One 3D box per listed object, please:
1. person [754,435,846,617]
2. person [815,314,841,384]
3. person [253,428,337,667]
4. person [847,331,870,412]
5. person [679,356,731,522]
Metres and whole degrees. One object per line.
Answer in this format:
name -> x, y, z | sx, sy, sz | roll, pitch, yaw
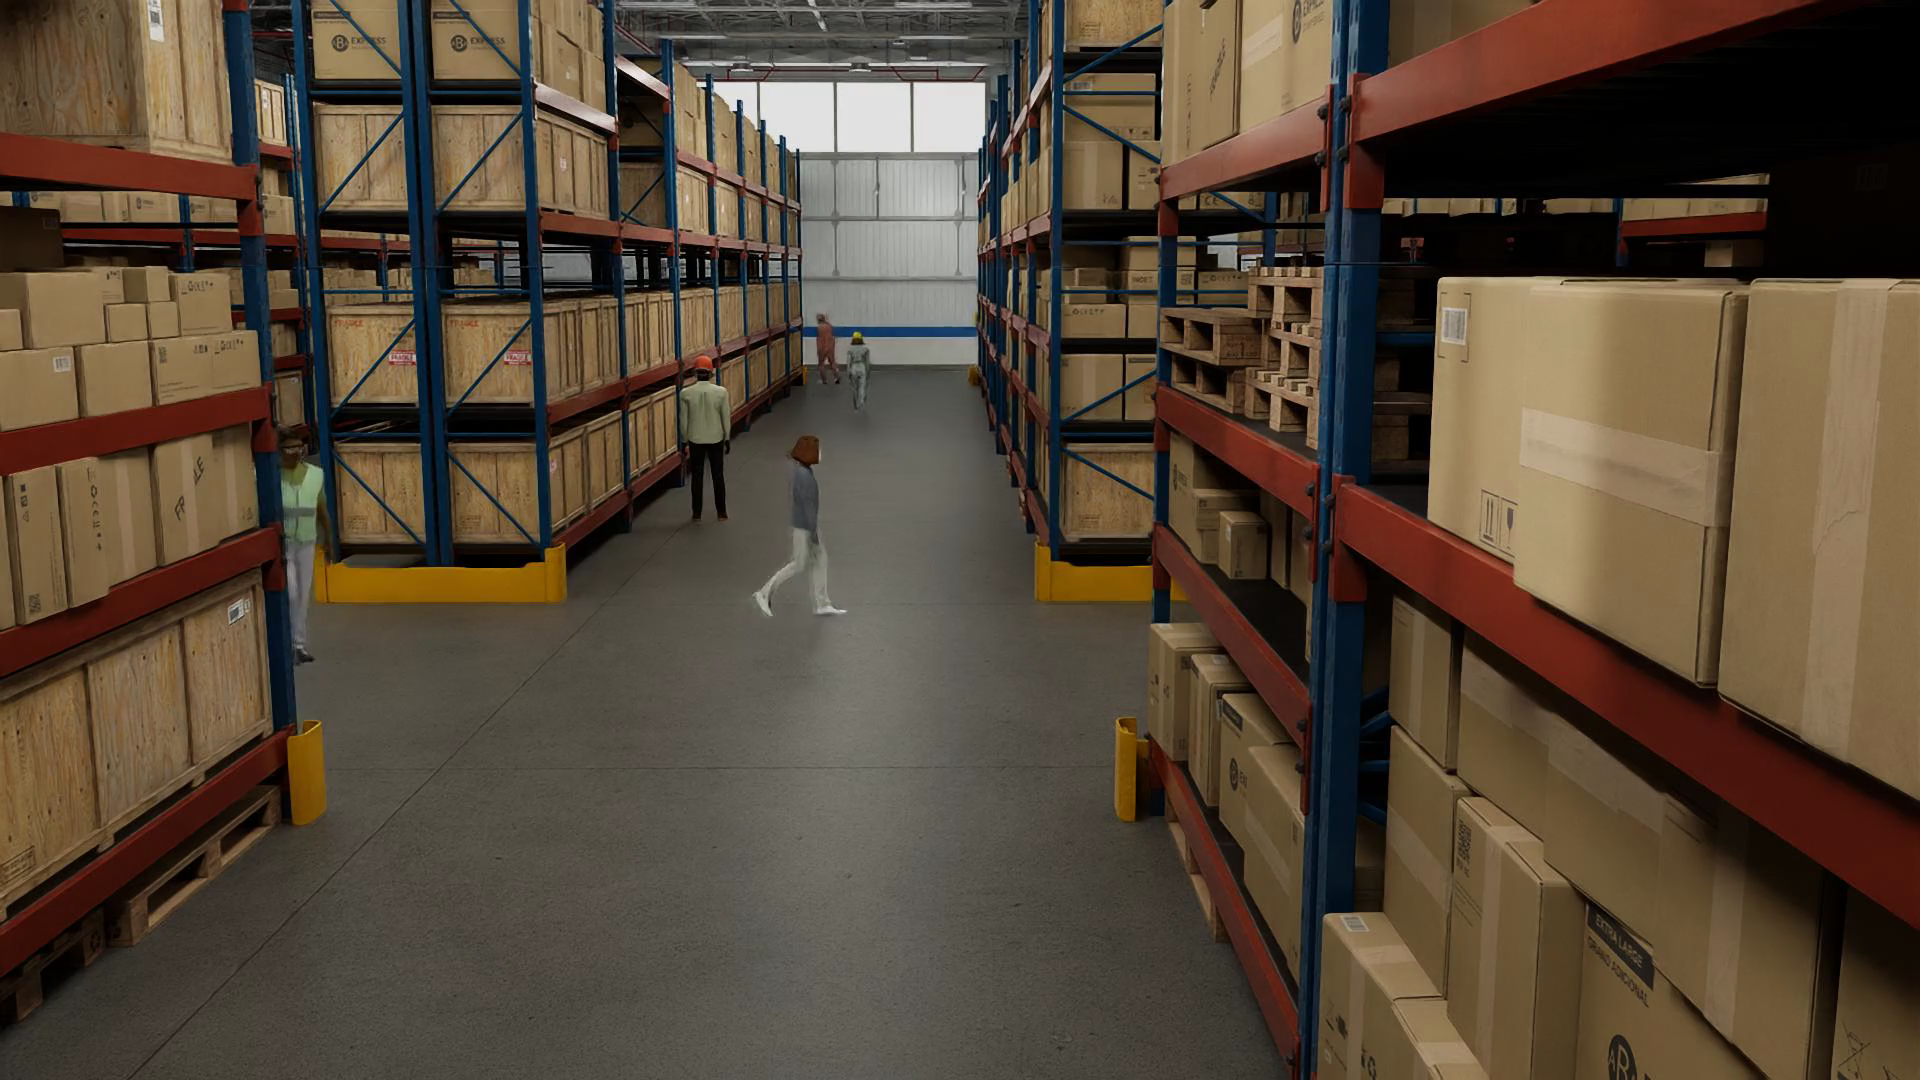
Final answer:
person -> -1.405, -0.116, 14.465 | 0.728, 1.606, 0.499 | 0, 9, 1
person -> -3.462, -5.036, 43.891 | 0.777, 1.861, 0.756 | 6, 11, 31
person -> -5.072, 0.055, 12.730 | 0.571, 1.824, 0.588 | 8, 12, 39
person -> -2.147, -3.556, 35.157 | 0.504, 1.728, 0.481 | -1, 9, -5
person -> -3.053, -1.208, 19.964 | 0.610, 1.996, 0.378 | -1, 9, -8
